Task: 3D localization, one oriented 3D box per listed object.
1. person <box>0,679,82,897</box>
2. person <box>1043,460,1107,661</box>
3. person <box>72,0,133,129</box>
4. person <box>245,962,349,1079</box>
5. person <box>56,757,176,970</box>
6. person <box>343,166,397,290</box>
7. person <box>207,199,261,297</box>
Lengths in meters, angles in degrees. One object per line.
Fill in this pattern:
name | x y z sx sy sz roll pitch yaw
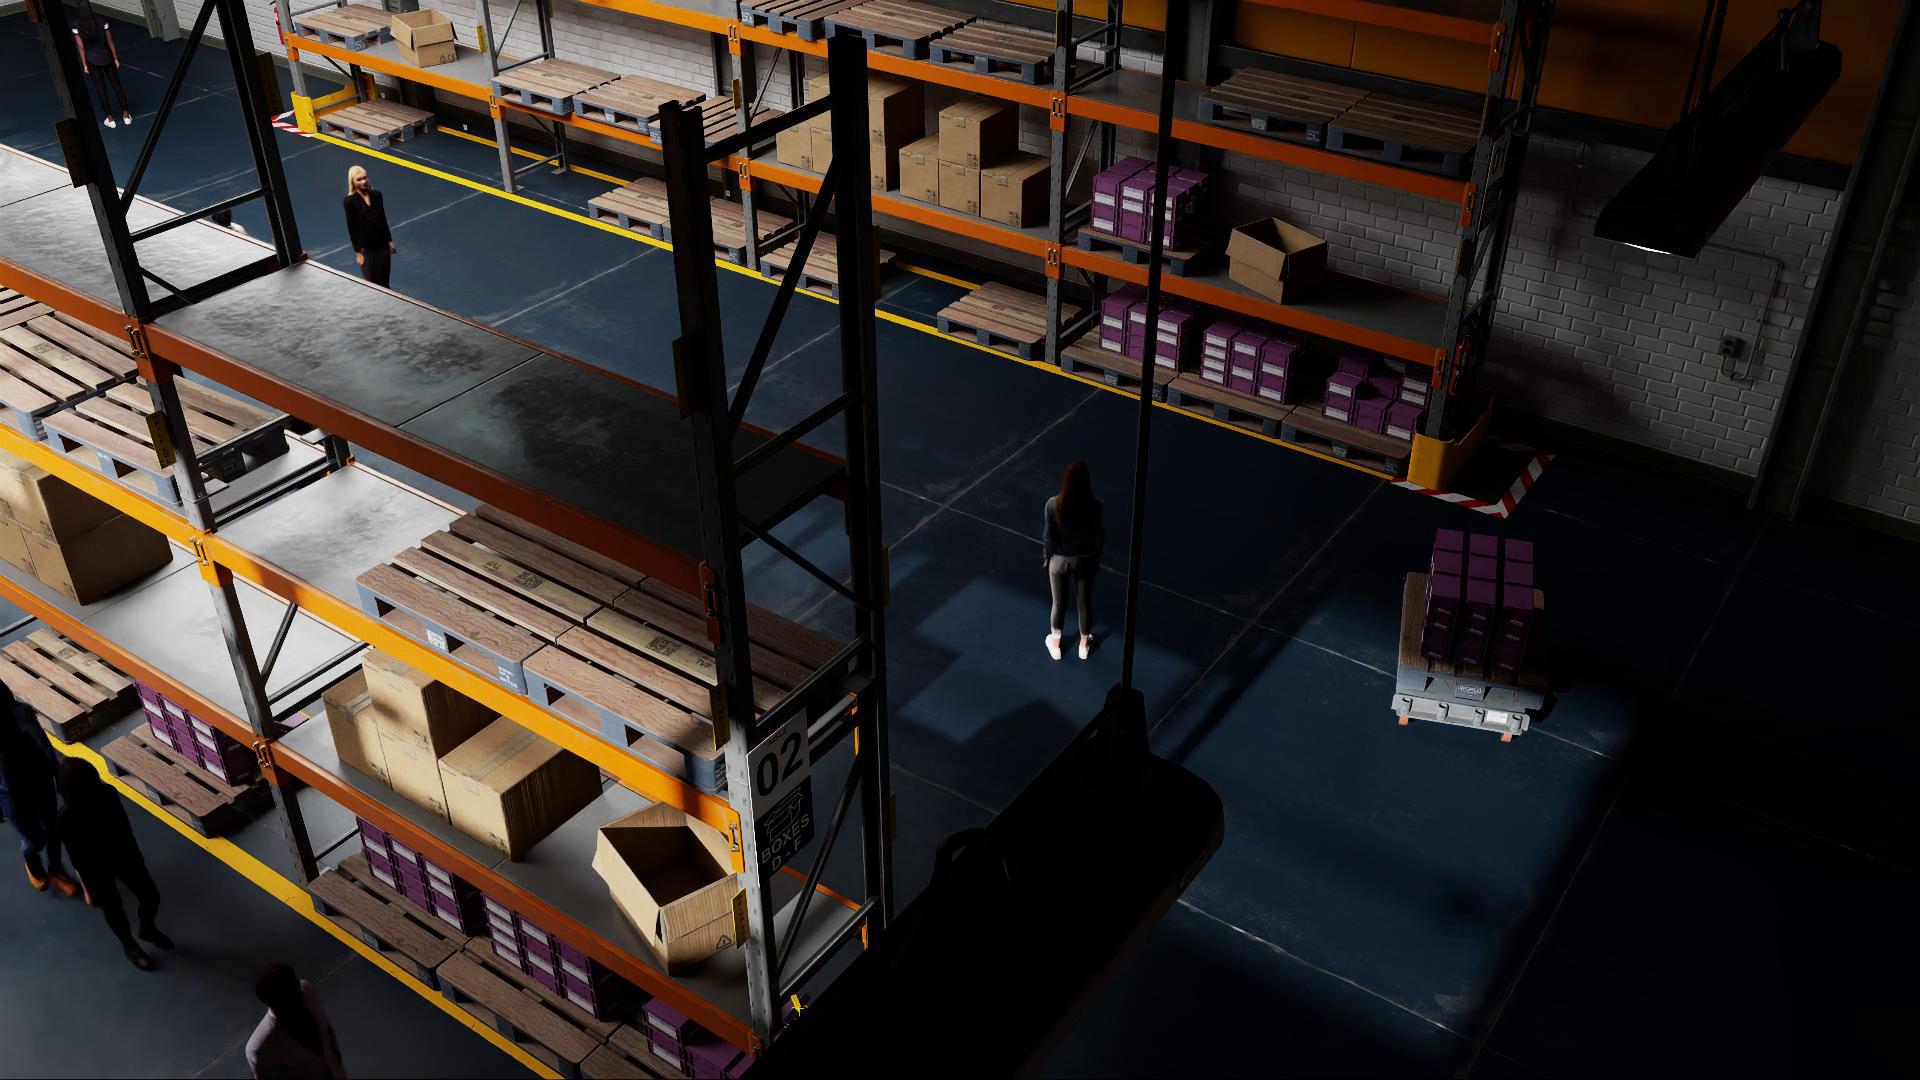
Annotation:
person | -5.909 1.526 10.393 0.670 1.705 0.635 18 38 25
person | 0.847 0.163 12.447 0.651 1.702 0.751 0 34 0
person | -11.548 -6.429 22.342 0.688 1.728 0.686 -22 39 -29
person | -3.336 2.783 8.391 1.122 1.830 0.909 8 35 12
person | -5.125 1.901 9.900 0.537 1.628 0.575 21 39 28
person | -6.002 -2.940 16.988 0.547 1.843 0.613 24 40 31
person | -7.082 -2.498 16.408 0.709 1.750 0.824 -28 43 -35
